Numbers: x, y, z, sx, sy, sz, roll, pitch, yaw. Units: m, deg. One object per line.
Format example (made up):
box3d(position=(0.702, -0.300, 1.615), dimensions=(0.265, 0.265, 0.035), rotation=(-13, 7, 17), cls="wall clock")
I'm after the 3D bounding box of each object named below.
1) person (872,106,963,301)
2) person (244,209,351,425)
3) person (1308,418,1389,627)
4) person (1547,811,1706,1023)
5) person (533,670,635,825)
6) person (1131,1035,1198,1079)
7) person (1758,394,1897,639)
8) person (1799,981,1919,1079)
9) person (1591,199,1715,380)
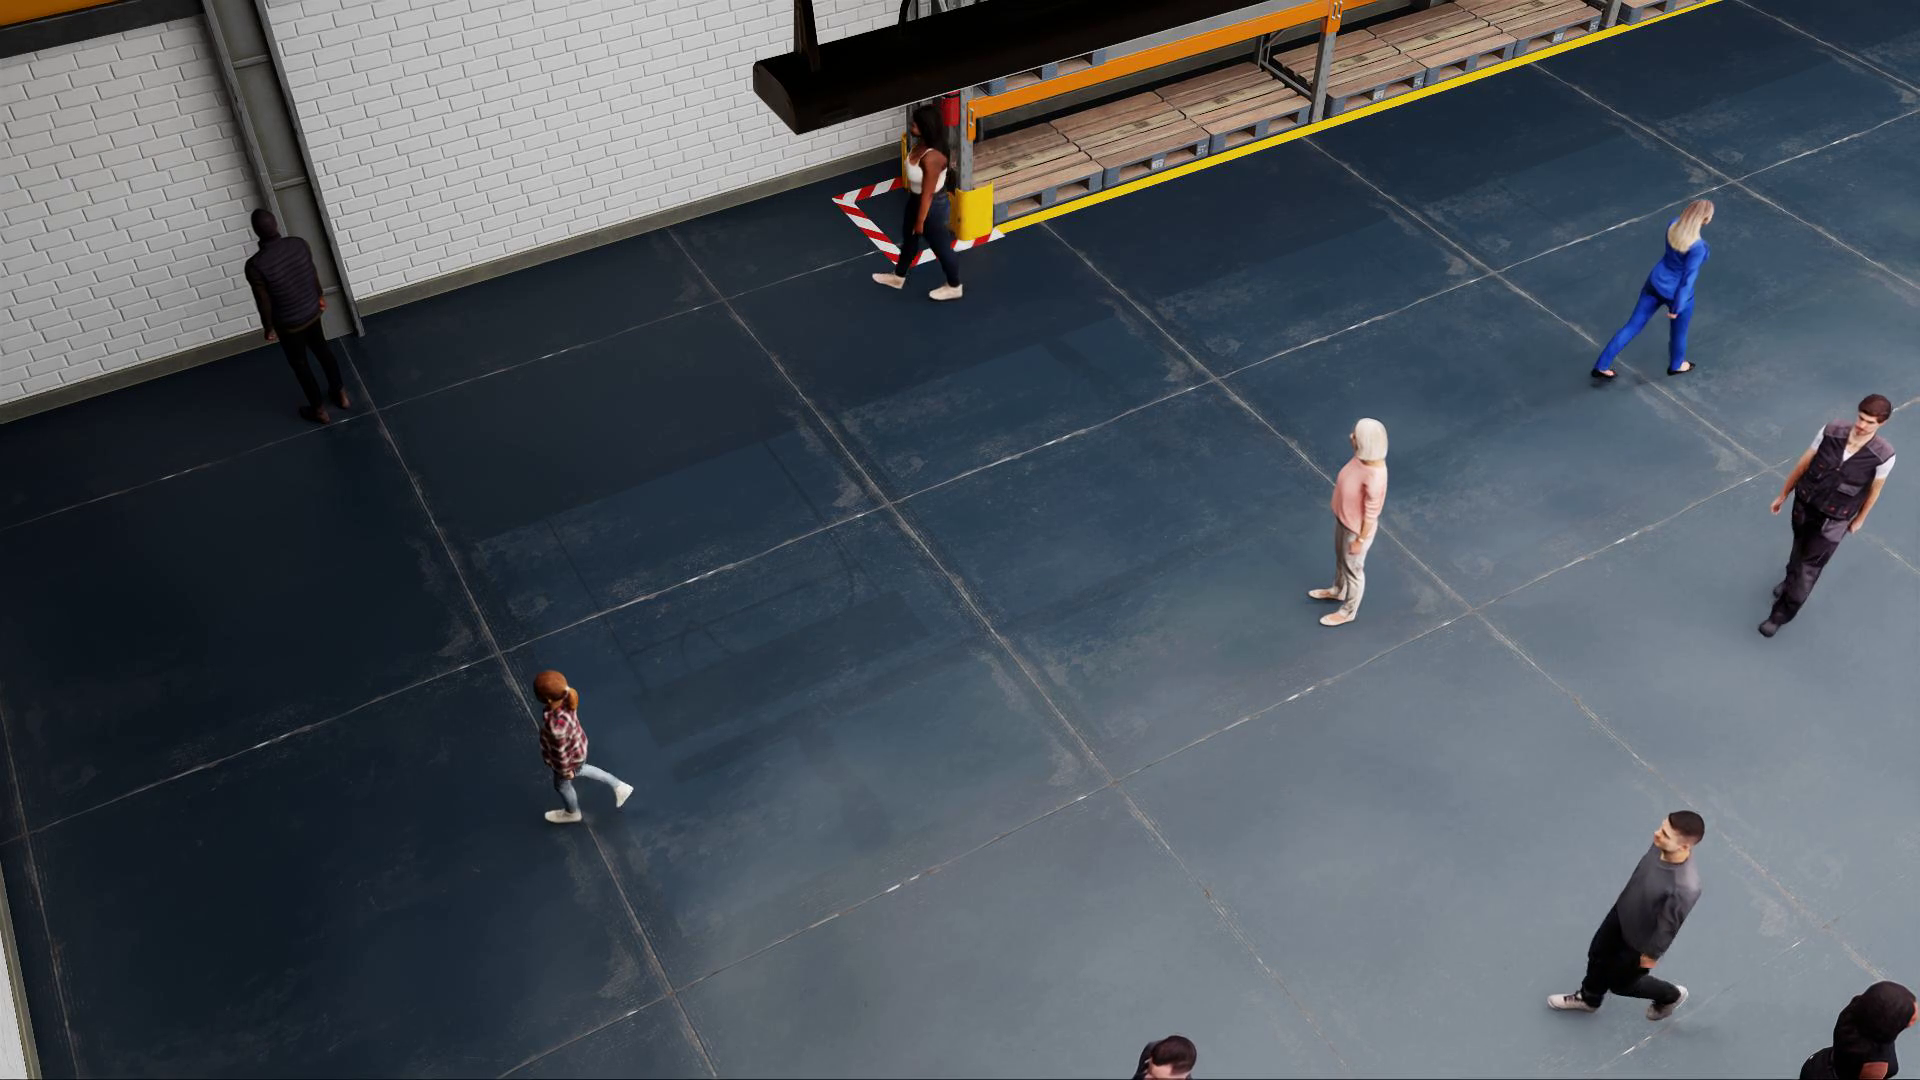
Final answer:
box3d(position=(-0.153, -2.733, 13.652), dimensions=(1.106, 1.781, 0.920), rotation=(-3, 44, -4), cls="person")
box3d(position=(-5.007, -1.691, 12.519), dimensions=(0.839, 1.835, 0.669), rotation=(26, 49, 25), cls="person")
box3d(position=(2.616, -0.129, 10.960), dimensions=(0.666, 1.724, 0.674), rotation=(-3, 44, -3), cls="person")
box3d(position=(3.638, 2.021, 8.689), dimensions=(1.015, 1.745, 0.869), rotation=(0, 44, 0), cls="person")
box3d(position=(-2.261, 1.242, 9.834), dimensions=(0.877, 1.293, 0.737), rotation=(-2, 44, -2), cls="person")
box3d(position=(0.920, 2.826, 7.776), dimensions=(0.581, 1.838, 0.676), rotation=(-17, 46, -17), cls="person")
box3d(position=(5.782, -0.266, 11.036), dimensions=(1.045, 1.819, 0.754), rotation=(-28, 50, -26), cls="person")
box3d(position=(4.212, 2.657, 8.024), dimensions=(0.715, 1.741, 0.670), rotation=(7, 44, 8), cls="person")
box3d(position=(5.374, -1.885, 12.851), dimensions=(1.171, 1.658, 0.764), rotation=(-13, 45, -13), cls="person")
